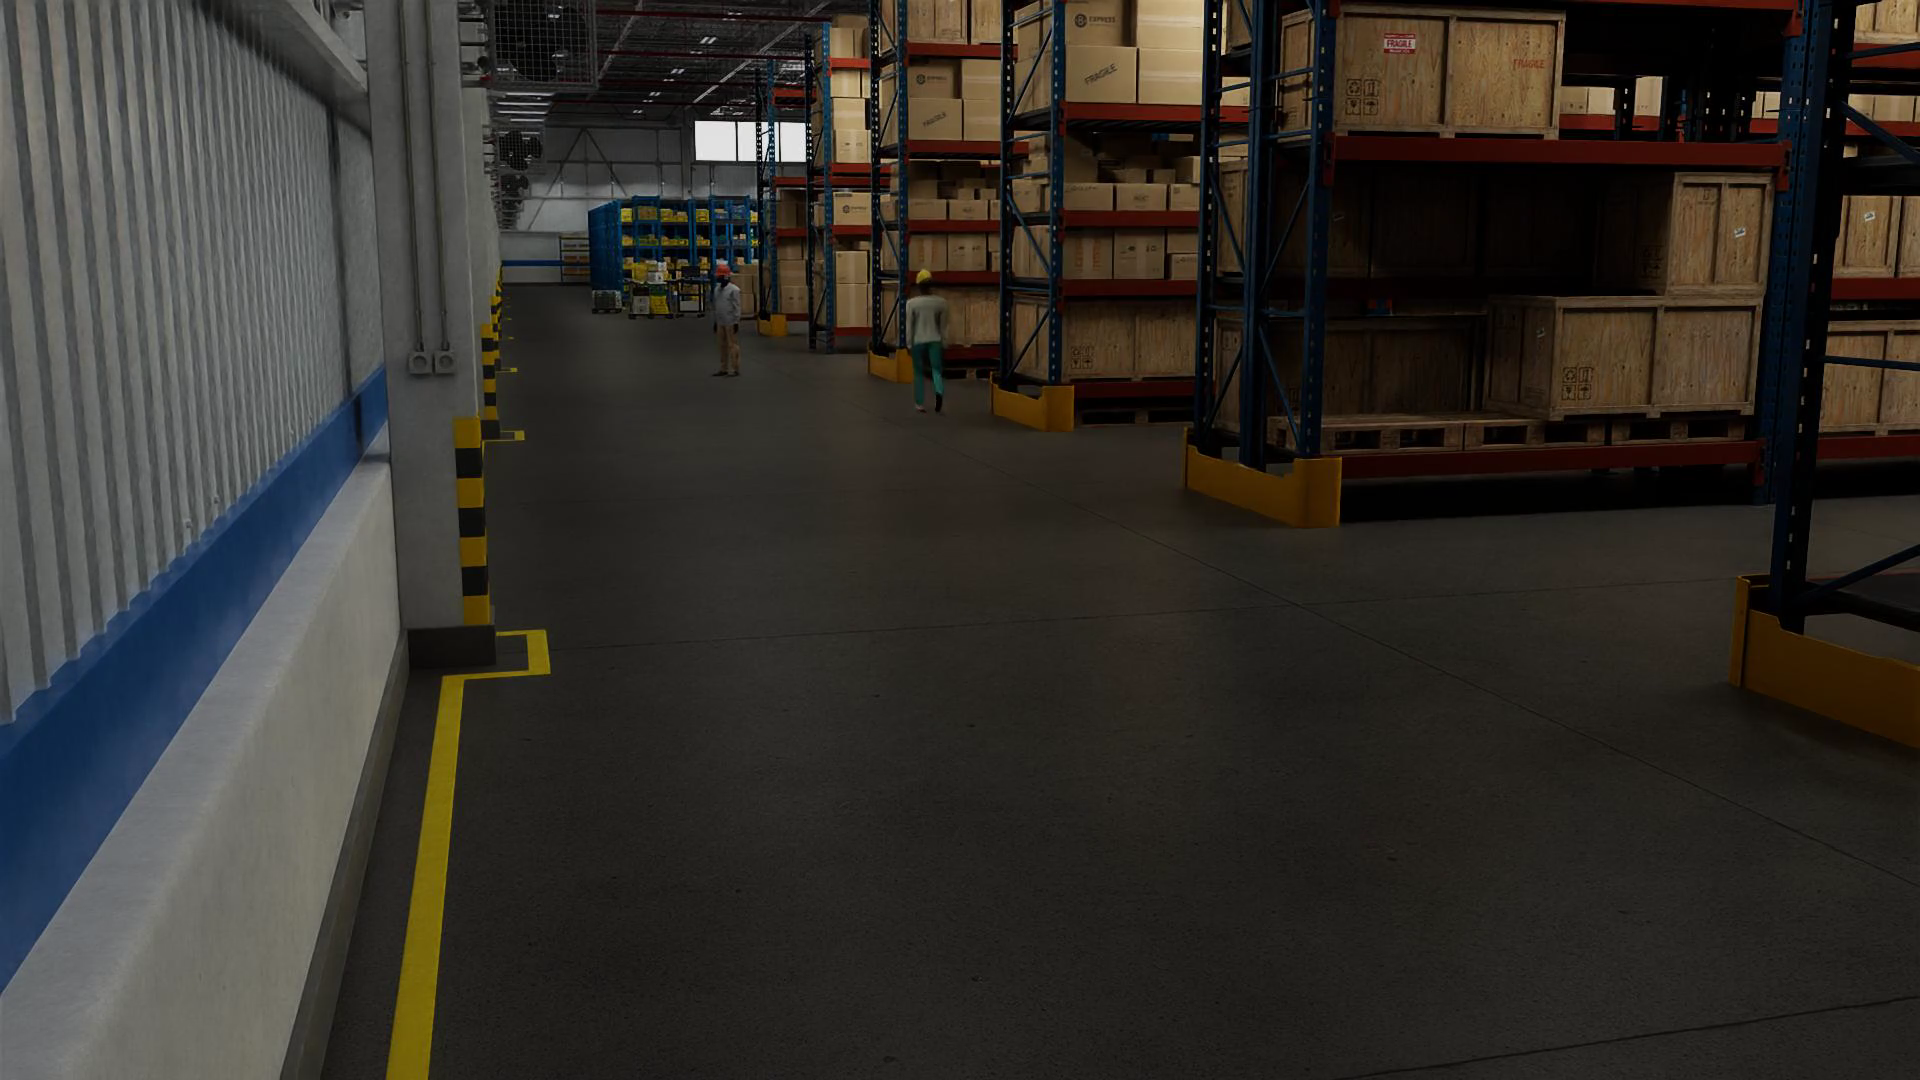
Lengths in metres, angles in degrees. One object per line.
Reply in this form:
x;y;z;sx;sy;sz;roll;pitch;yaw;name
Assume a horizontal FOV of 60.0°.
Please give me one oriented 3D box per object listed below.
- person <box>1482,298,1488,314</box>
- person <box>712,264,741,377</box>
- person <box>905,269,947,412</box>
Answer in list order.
5.725;-2.010;17.801;0.430;1.810;0.589;-2;10;-9;person
-3.637;-3.397;25.808;0.563;1.748;0.340;9;13;41;person
-0.404;-2.409;20.188;0.535;1.747;0.654;-2;10;-12;person
